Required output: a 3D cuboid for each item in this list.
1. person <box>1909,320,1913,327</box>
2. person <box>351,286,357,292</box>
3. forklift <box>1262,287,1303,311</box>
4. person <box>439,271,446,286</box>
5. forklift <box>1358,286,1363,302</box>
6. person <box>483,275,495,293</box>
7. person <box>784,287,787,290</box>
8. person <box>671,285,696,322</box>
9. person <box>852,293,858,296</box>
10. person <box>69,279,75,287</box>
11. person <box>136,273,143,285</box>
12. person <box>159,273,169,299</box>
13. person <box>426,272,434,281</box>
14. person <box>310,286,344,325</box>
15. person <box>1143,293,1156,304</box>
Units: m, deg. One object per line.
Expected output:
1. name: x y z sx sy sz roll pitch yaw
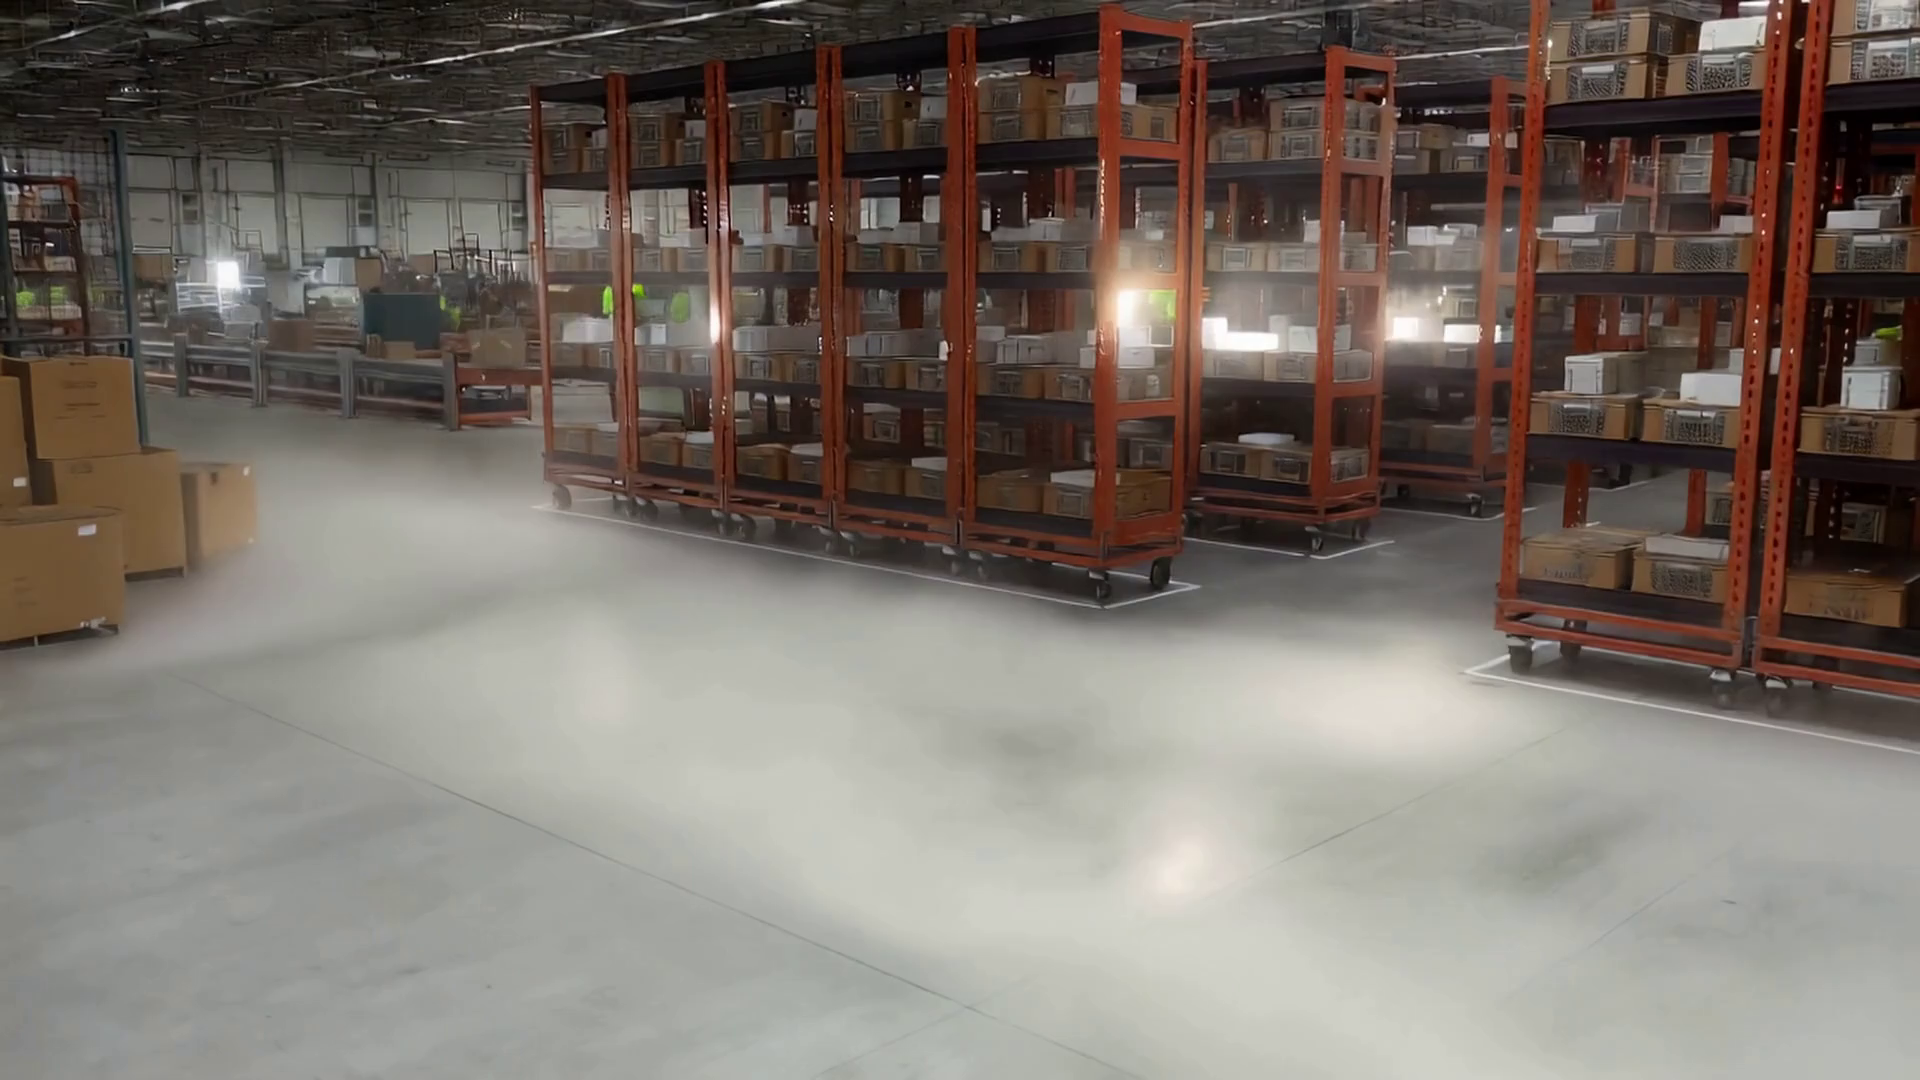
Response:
1. person: 12.295 -2.393 21.324 0.380 1.995 0.611 5 10 28
2. person: -31.957 -13.174 87.628 0.384 1.928 0.589 1 9 4
3. forklift: 10.769 -8.203 54.240 1.129 2.768 1.873 8 12 42
4. person: -26.320 -12.816 85.088 1.059 2.000 0.694 7 12 36
5. forklift: 11.100 -7.017 46.970 1.873 2.768 1.129 9 13 43
6. person: -18.472 -9.430 64.933 0.549 1.841 0.782 4 10 24
7. person: -8.435 -12.088 81.004 0.538 1.922 0.630 -3 10 -16
8. person: -5.678 -4.439 34.357 0.656 1.872 0.956 -6 11 -35
9. person: -3.837 -8.603 60.055 0.927 1.791 0.597 7 12 37
10. person: -34.369 -9.309 64.585 0.702 1.719 0.507 1 9 4
11. person: -42.596 -12.933 86.415 0.636 1.842 0.429 6 11 31
12. person: -26.948 -8.122 56.659 0.960 1.919 0.635 -7 12 -39
13. person: -28.468 -13.375 88.988 0.670 1.898 0.894 9 13 42
14. person: -12.421 -4.265 32.663 0.614 2.038 0.395 -5 11 -29
15. person: 6.050 -7.443 53.525 0.871 1.589 0.497 7 11 35
